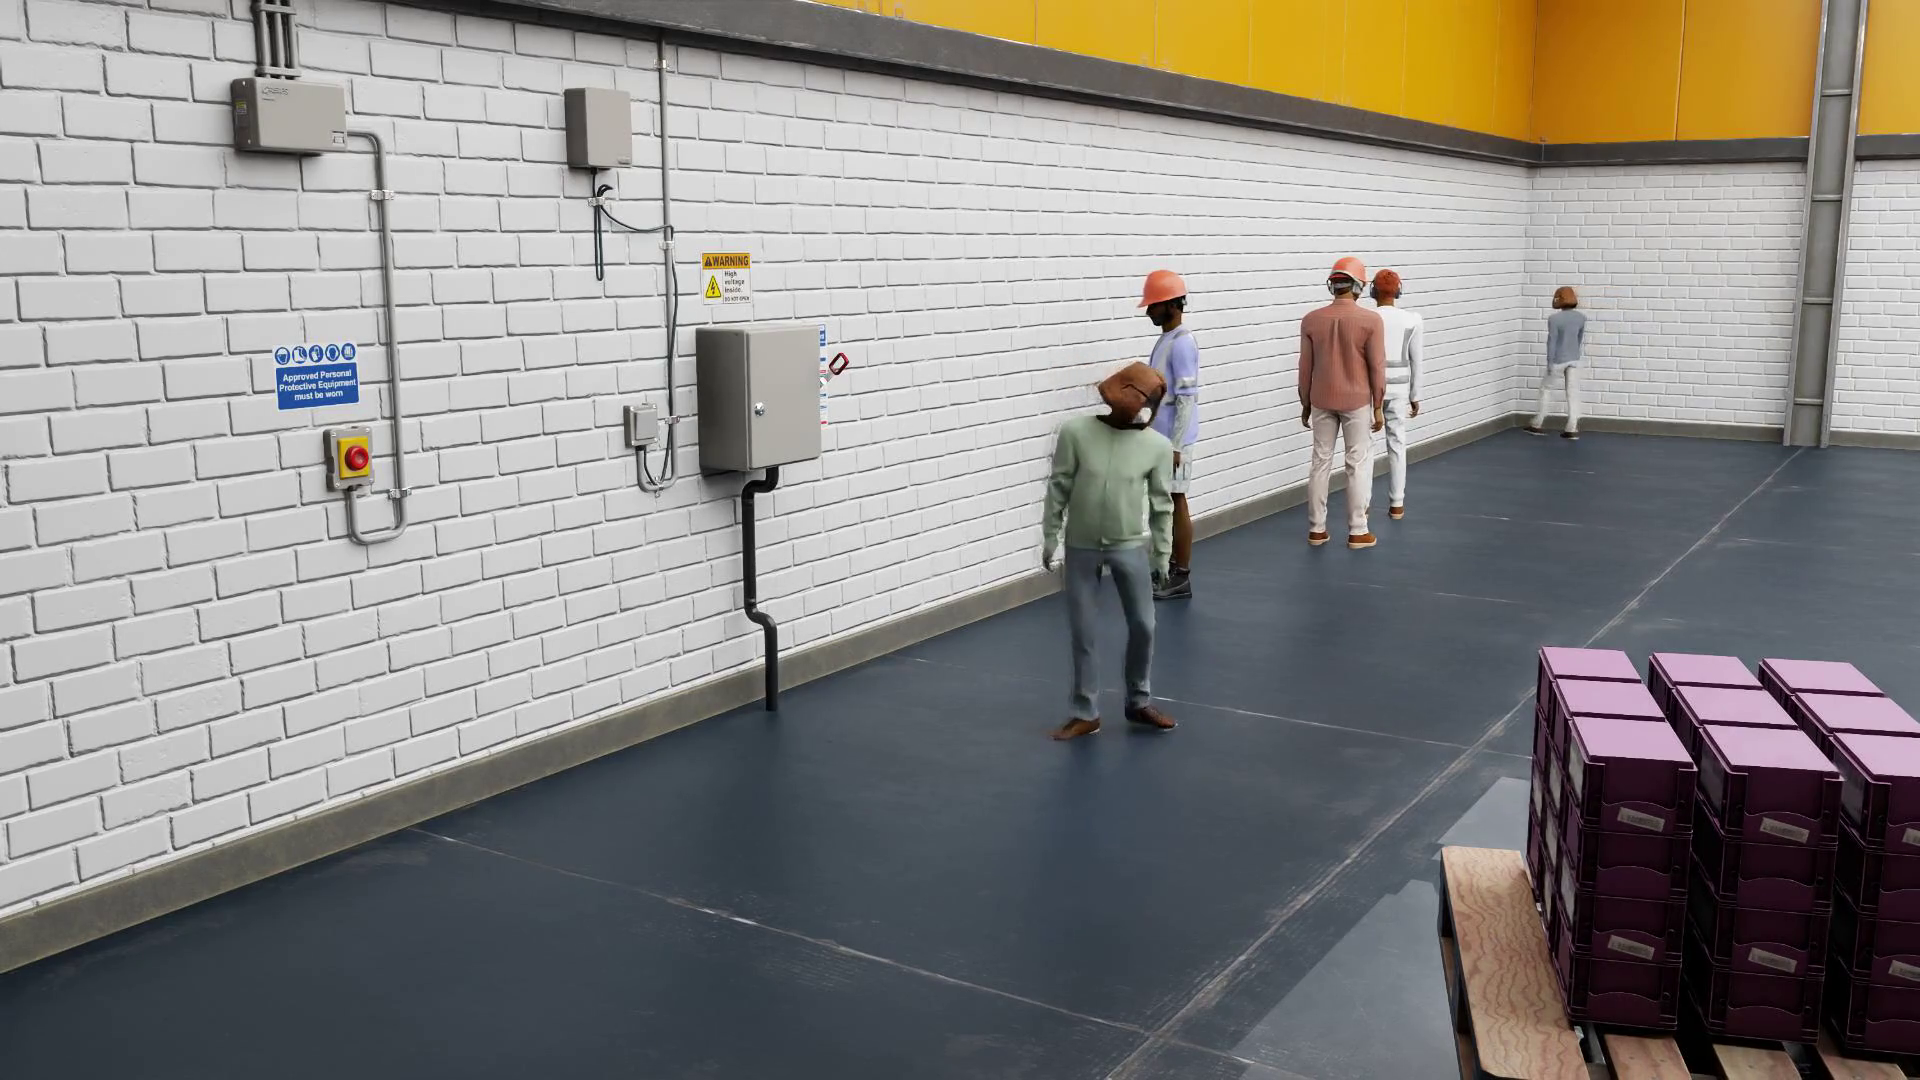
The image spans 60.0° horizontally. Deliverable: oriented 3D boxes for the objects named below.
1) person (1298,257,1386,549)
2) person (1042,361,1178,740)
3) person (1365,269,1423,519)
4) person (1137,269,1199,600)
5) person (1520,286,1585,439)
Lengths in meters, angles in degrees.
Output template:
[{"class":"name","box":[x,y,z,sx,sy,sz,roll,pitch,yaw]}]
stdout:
[{"class":"person","box":[2.622,-0.934,11.399,0.610,1.986,0.392,6,12,31]},{"class":"person","box":[0.636,0.058,6.970,0.594,1.614,0.337,1,10,4]},{"class":"person","box":[3.180,-1.089,12.566,0.596,1.885,0.382,1,10,3]},{"class":"person","box":[1.206,-0.610,9.753,0.371,1.931,0.543,-1,10,-4]},{"class":"person","box":[6.383,-1.897,17.795,0.510,1.609,0.712,-4,11,-19]}]
